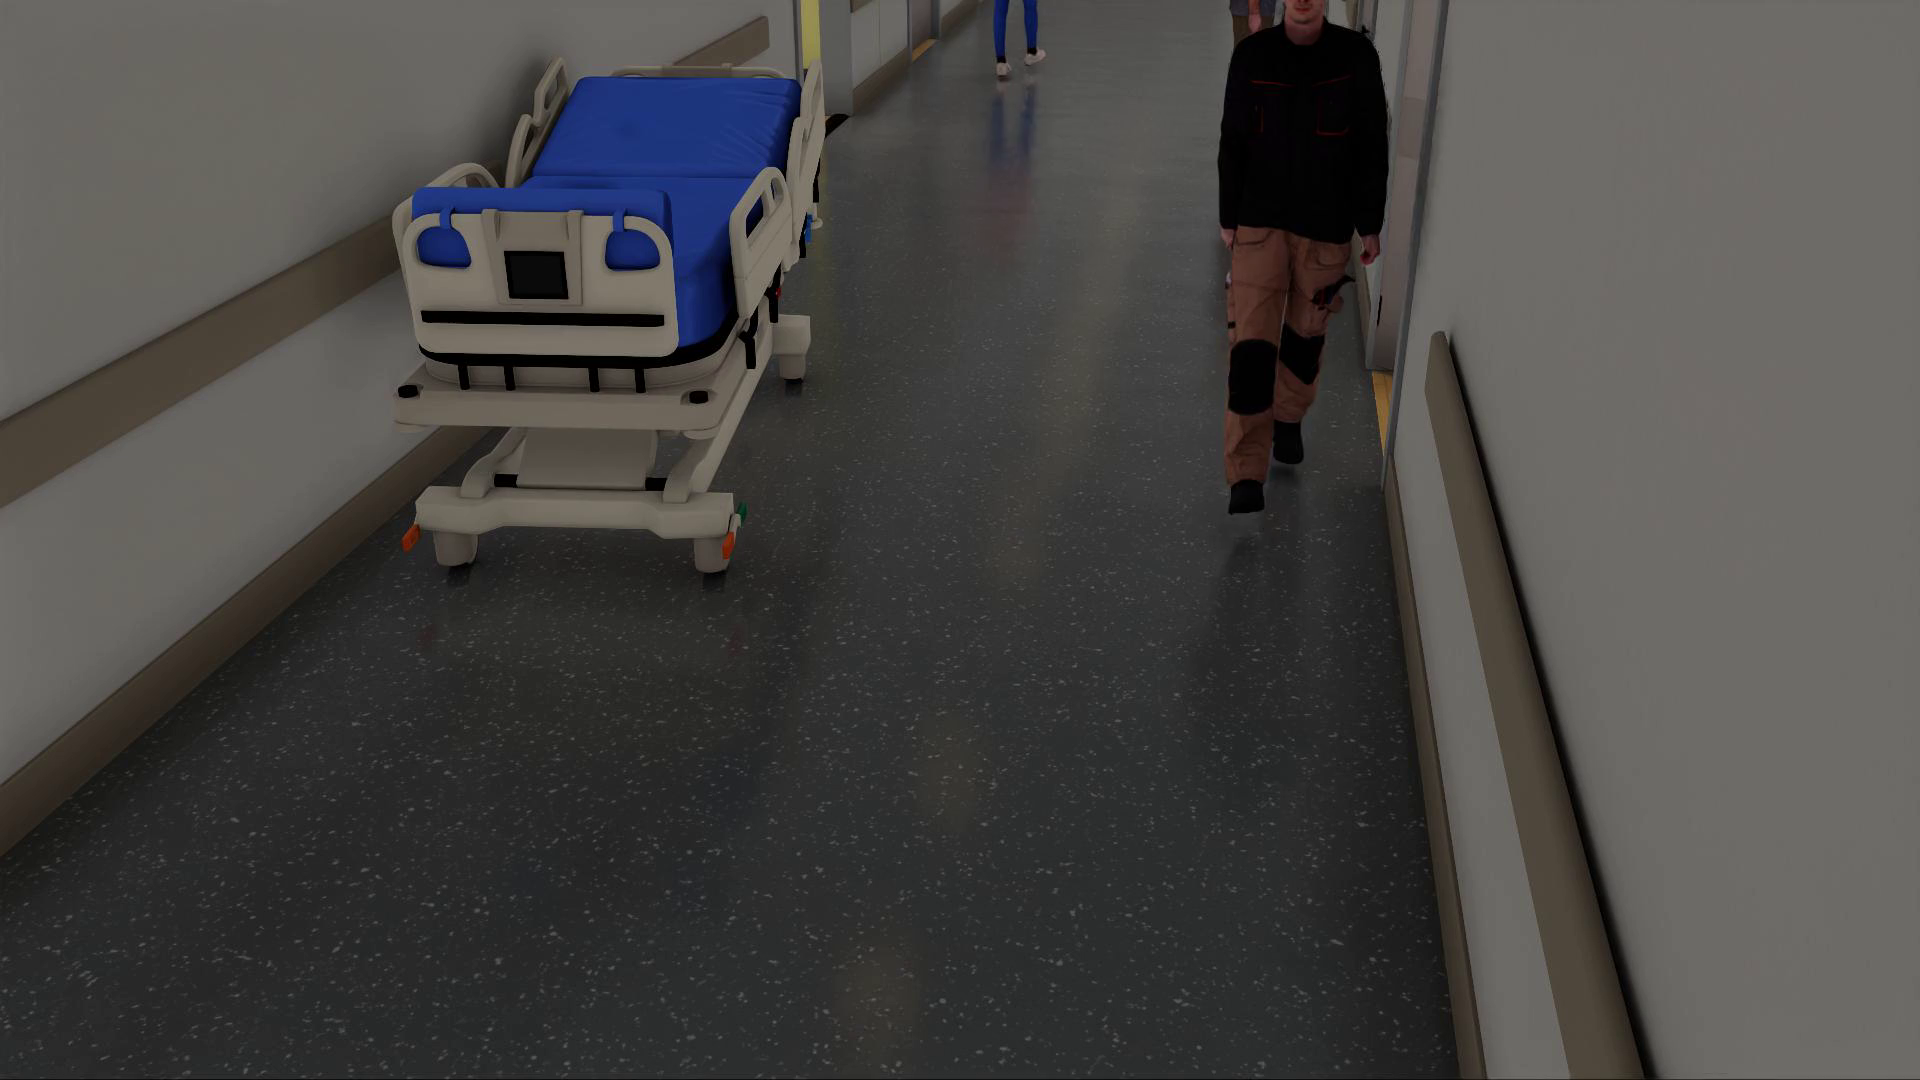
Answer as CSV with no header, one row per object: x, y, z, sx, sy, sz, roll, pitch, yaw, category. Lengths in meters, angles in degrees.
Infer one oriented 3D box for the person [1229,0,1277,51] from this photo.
1.926,-3.520,10.950,0.577,1.846,0.631,3,26,6,person

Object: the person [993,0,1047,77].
0.375,-4.556,13.151,0.984,1.736,0.887,11,28,22,person

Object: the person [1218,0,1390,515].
1.170,-1.065,5.757,1.156,1.870,0.781,4,26,7,person
